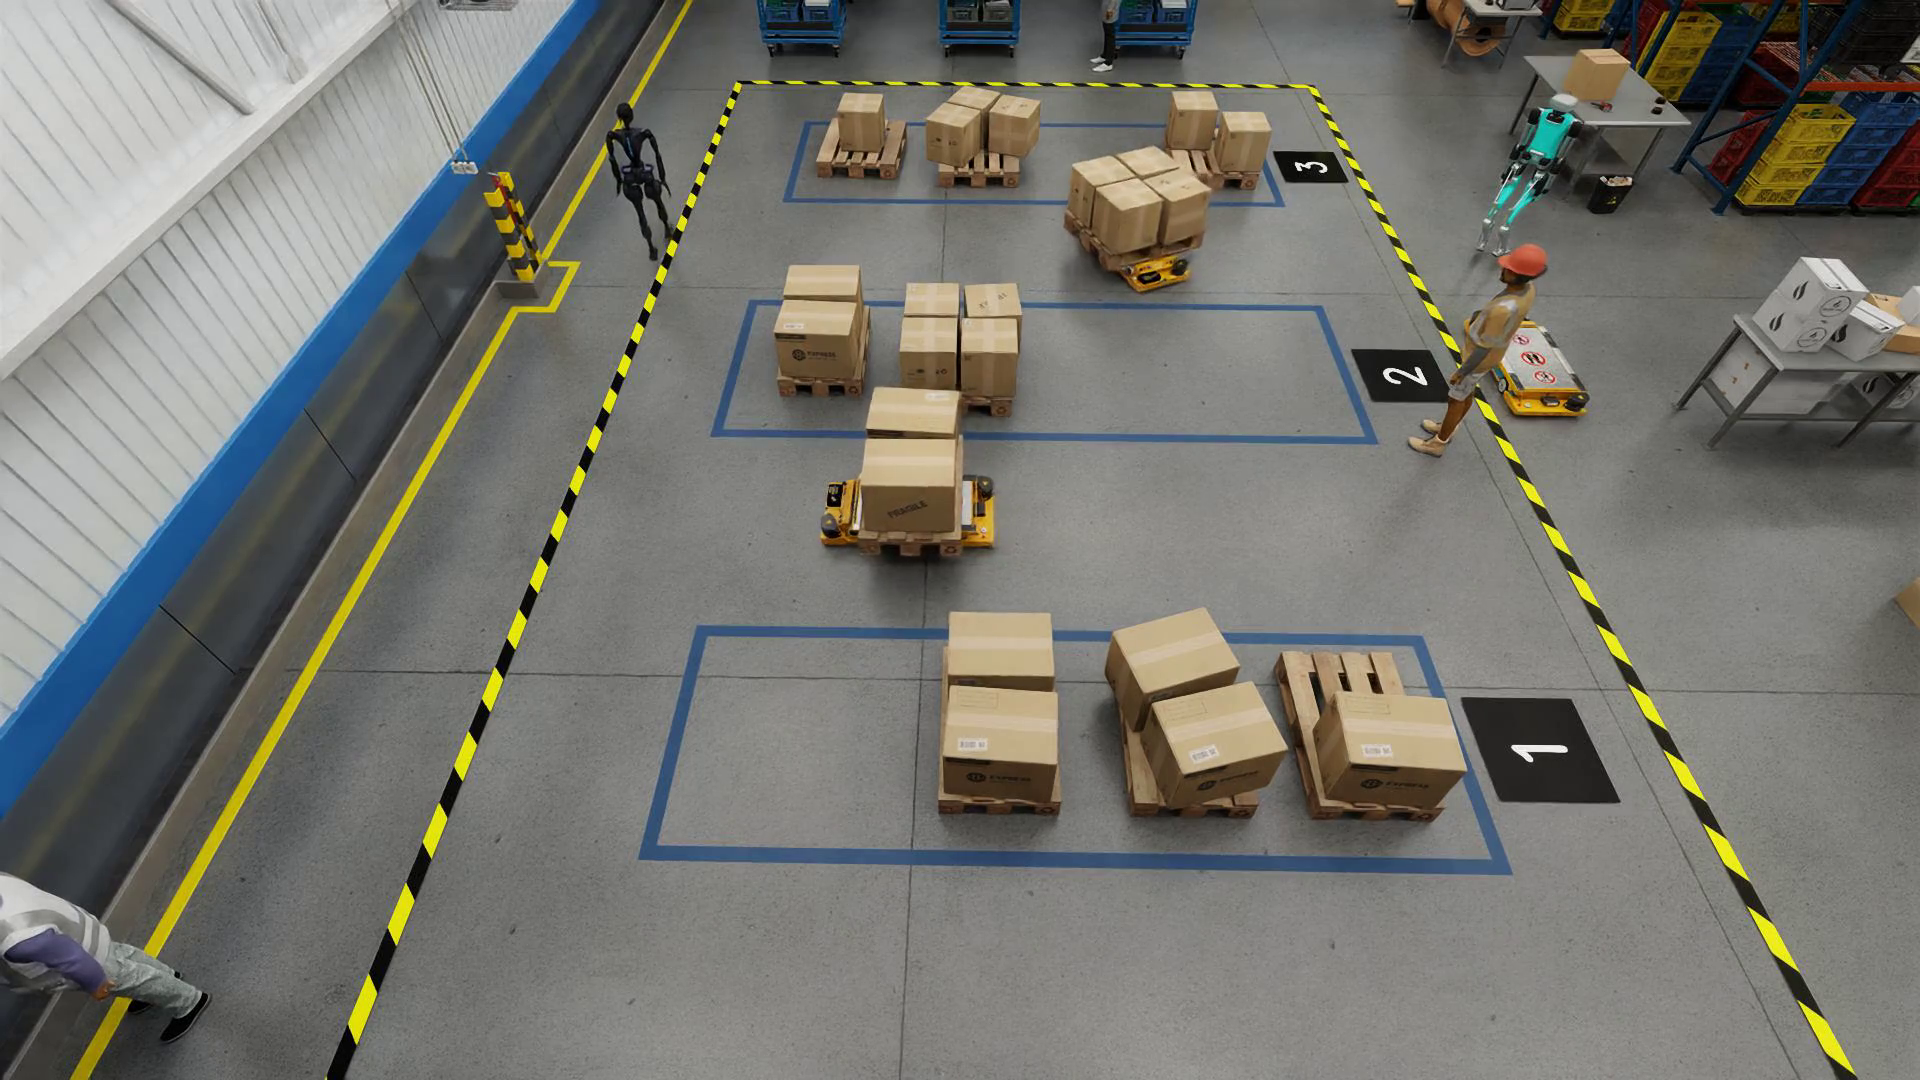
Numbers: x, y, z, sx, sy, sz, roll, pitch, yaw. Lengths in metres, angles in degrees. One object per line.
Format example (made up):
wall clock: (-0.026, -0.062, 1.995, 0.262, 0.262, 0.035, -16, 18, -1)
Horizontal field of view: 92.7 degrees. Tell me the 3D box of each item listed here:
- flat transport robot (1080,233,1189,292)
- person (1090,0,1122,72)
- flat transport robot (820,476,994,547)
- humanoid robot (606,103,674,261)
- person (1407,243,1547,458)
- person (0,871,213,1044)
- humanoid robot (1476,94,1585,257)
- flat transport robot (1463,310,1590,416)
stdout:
flat transport robot: (1.941, -3.339, 10.405, 0.652, 0.197, 1.431, -18, 52, -15)
person: (2.150, -7.771, 13.212, 0.361, 1.852, 0.596, 0, 49, 0)
flat transport robot: (-0.433, -0.261, 7.741, 1.431, 0.197, 0.652, 1, 49, 1)
humanoid robot: (-3.505, -3.967, 10.049, 0.583, 1.635, 0.678, -7, 49, -6)
person: (4.345, -1.558, 7.711, 0.377, 2.043, 0.607, 35, 58, 26)
person: (-4.562, 2.117, 4.664, 0.589, 1.834, 0.404, 24, 53, 19)
humanoid robot: (5.967, -3.810, 9.771, 0.735, 1.677, 0.533, -35, 58, -26)
flat transport robot: (5.573, -1.757, 9.054, 0.659, 0.231, 1.431, 1, 49, 1)
